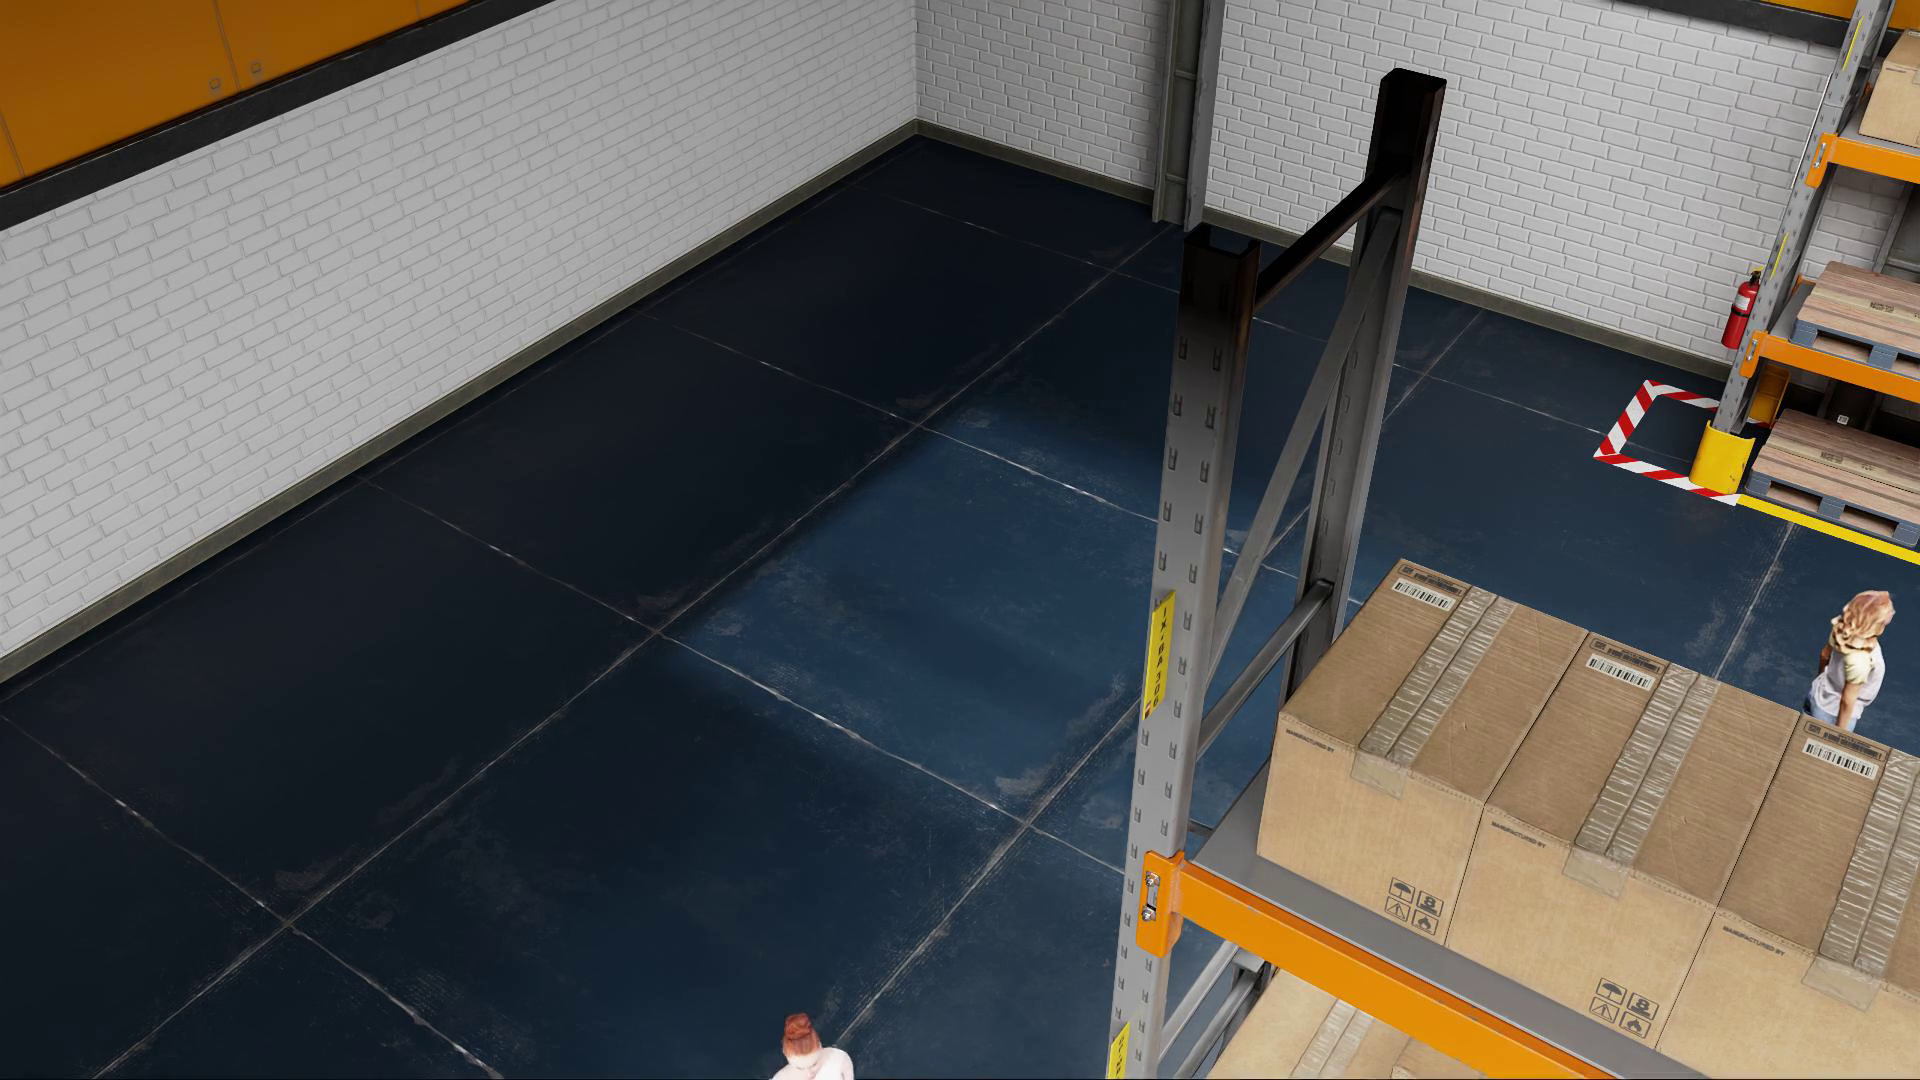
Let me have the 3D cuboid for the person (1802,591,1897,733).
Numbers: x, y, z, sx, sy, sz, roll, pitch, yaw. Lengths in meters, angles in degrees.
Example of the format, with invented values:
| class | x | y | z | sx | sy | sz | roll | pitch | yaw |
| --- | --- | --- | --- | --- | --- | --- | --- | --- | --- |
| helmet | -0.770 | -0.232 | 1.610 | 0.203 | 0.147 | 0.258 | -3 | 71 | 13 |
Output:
| class | x | y | z | sx | sy | sz | roll | pitch | yaw |
| --- | --- | --- | --- | --- | --- | --- | --- | --- | --- |
| person | 4.937 | 0.960 | 9.449 | 0.707 | 1.725 | 0.707 | 5 | 39 | 6 |

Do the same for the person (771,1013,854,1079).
| class | x | y | z | sx | sy | sz | roll | pitch | yaw |
| --- | --- | --- | --- | --- | --- | --- | --- | --- | --- |
| person | -0.672 | 2.601 | 7.367 | 0.849 | 1.760 | 1.150 | -23 | 44 | -26 |
